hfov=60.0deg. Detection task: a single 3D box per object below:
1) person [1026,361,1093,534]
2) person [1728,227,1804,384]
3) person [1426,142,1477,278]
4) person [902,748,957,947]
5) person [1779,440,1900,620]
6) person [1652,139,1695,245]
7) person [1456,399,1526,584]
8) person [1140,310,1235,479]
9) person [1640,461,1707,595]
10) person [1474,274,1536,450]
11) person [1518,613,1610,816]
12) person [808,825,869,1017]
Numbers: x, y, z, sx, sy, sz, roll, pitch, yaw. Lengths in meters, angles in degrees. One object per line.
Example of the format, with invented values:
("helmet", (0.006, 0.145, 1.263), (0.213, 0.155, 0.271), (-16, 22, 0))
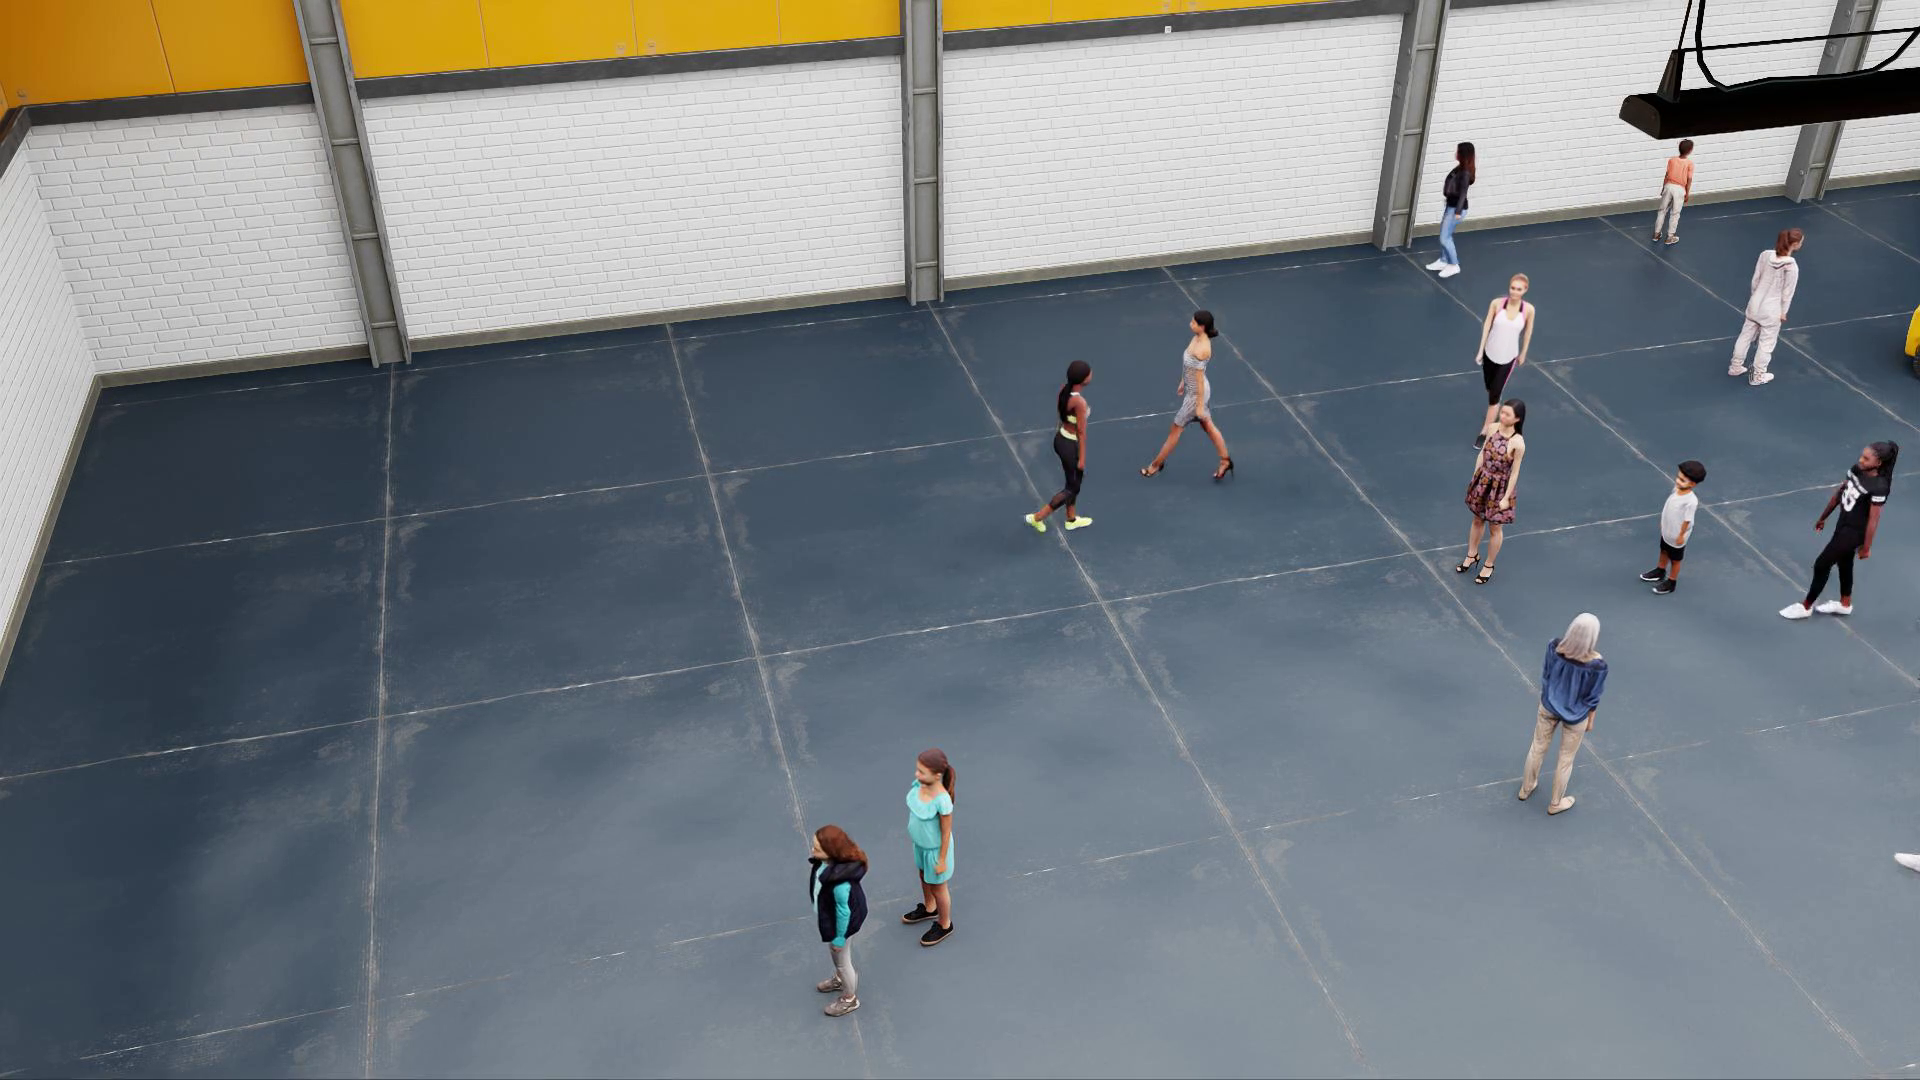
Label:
("person", (0.904, -0.780, 14.820), (0.955, 1.734, 0.674), (-15, 37, -22))
("person", (8.429, -2.460, 17.386), (0.691, 1.691, 0.695), (-16, 37, -23))
("person", (5.886, -3.908, 19.617), (0.777, 1.632, 0.754), (8, 34, 12))
("person", (-0.183, 1.974, 10.835), (0.608, 1.558, 0.602), (-17, 37, -24))
("person", (7.450, -0.058, 13.755), (0.966, 1.709, 0.817), (4, 34, 6))
("person", (8.818, -4.312, 20.517), (0.562, 1.310, 0.590), (28, 43, 35))
("person", (4.569, -0.423, 14.247), (0.761, 1.774, 0.743), (-19, 38, -26))
("person", (2.307, -1.305, 15.581), (1.190, 1.766, 0.915), (5, 34, 7))
("person", (6.160, -0.128, 14.271), (0.487, 1.256, 0.489), (-6, 34, -9))
("person", (5.328, -1.830, 16.381), (1.117, 1.754, 1.161), (17, 37, 24))
("person", (4.301, 1.222, 11.843), (0.707, 1.694, 0.727), (28, 43, 35))
("person", (-0.762, 2.336, 10.342), (0.578, 1.502, 0.580), (-9, 35, -14))
